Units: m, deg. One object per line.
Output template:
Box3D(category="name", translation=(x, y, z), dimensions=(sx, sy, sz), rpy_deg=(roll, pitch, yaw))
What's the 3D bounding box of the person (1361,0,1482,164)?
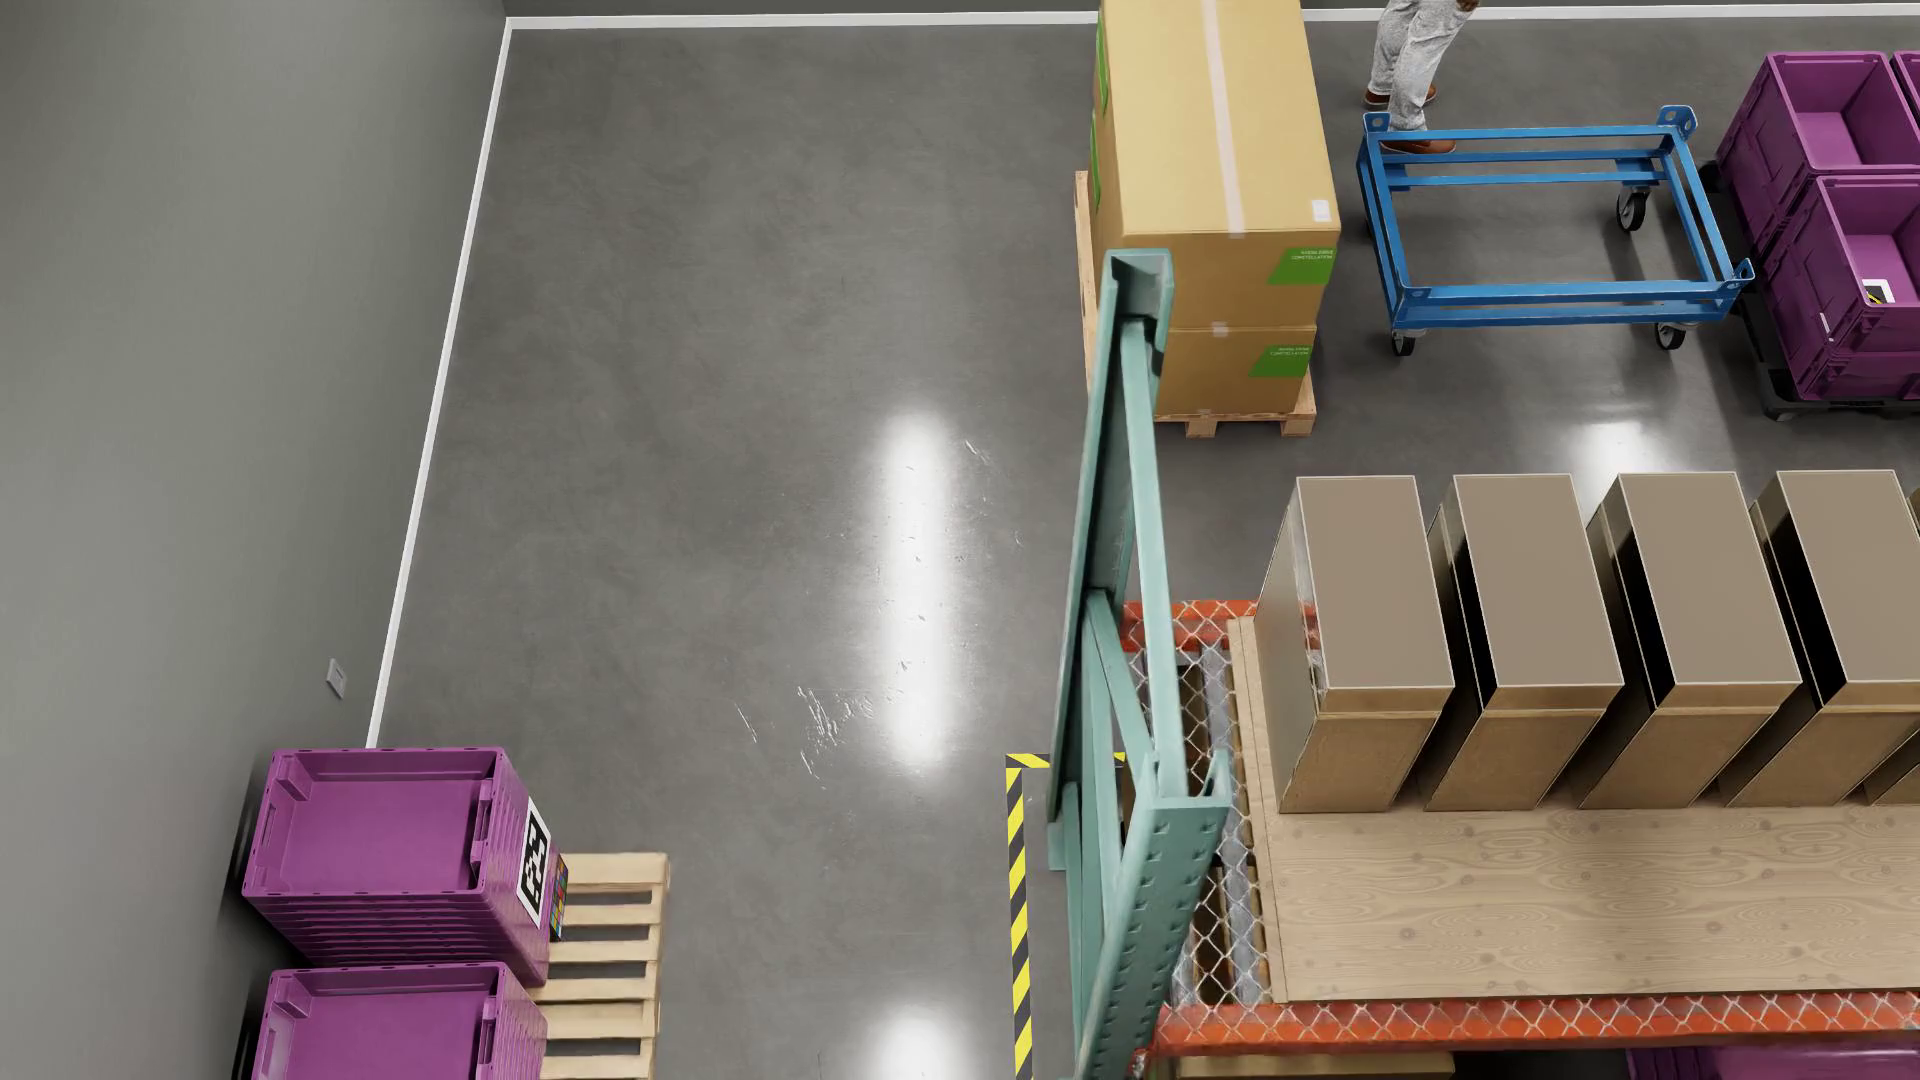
Box3D(category="person", translation=(1.823, -2.234, 6.072), dimensions=(0.368, 1.939, 0.633), rpy_deg=(-3, 58, -2))
